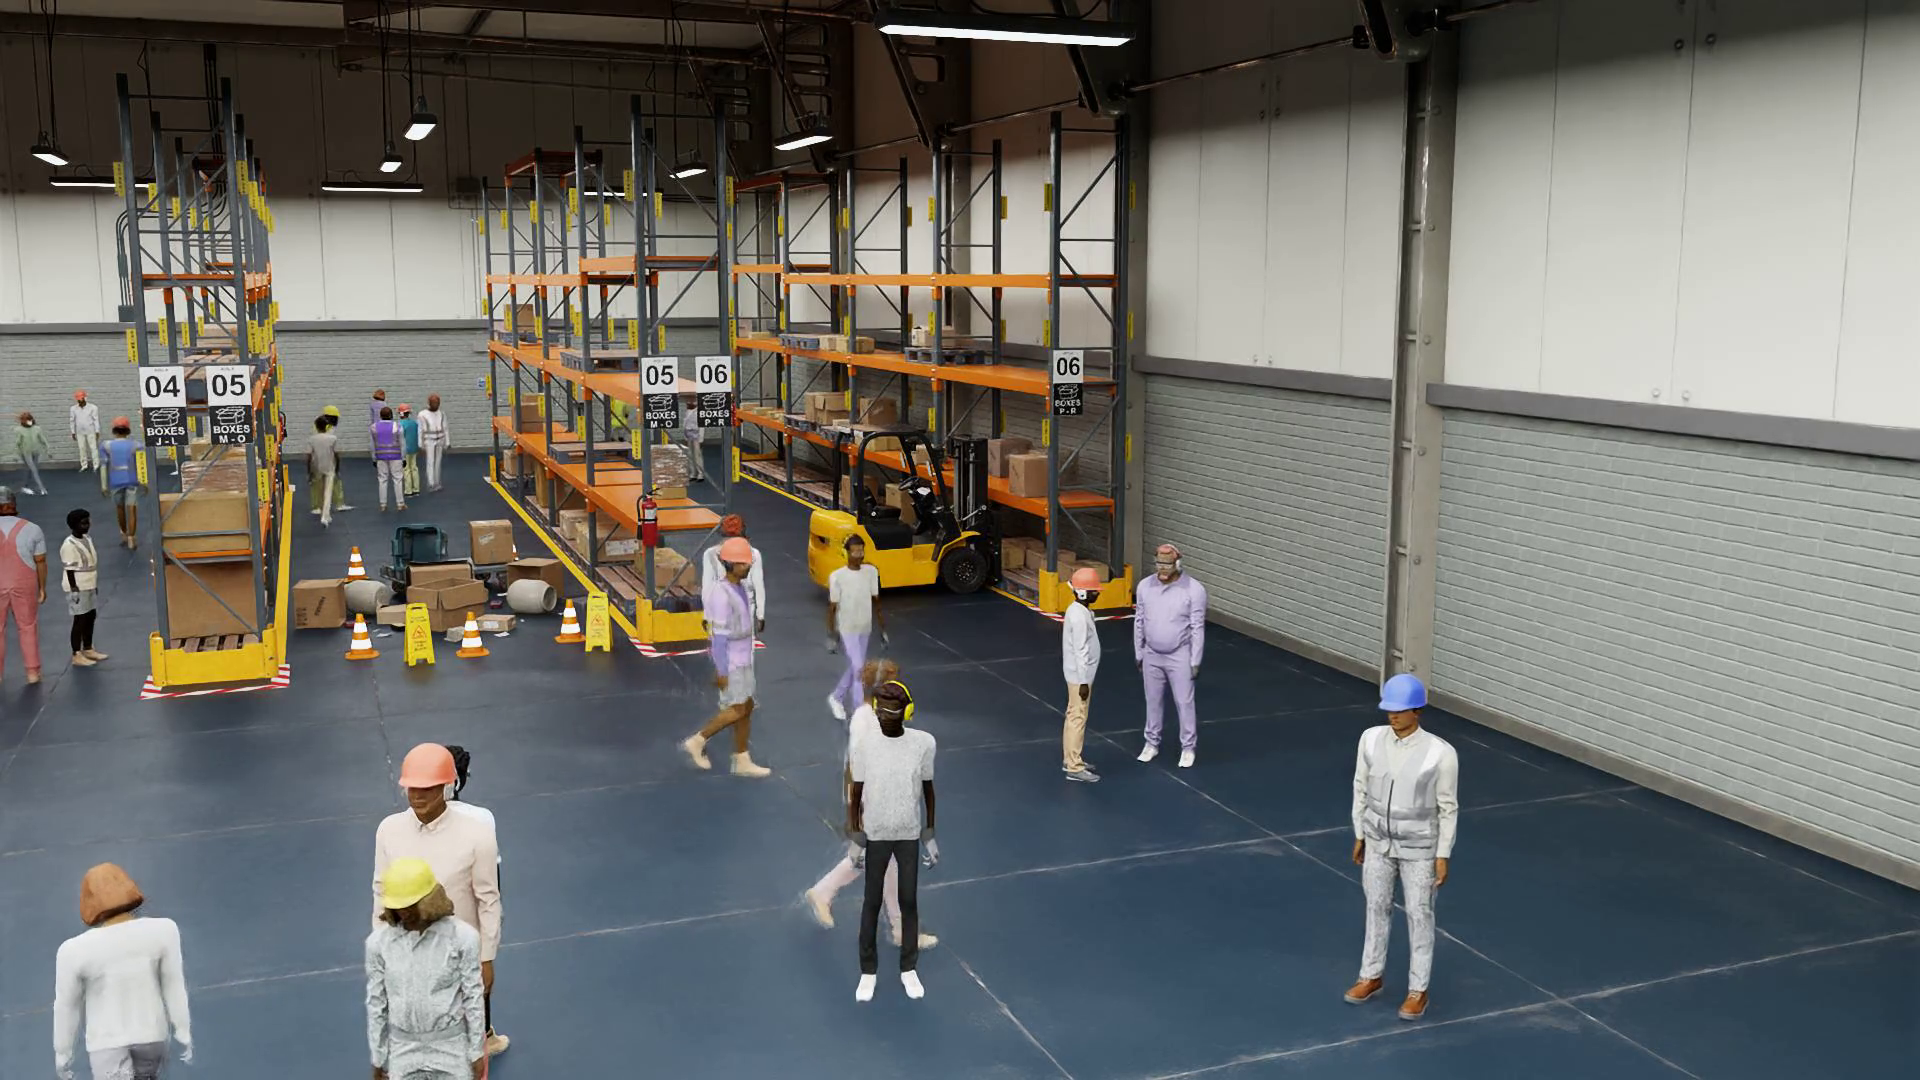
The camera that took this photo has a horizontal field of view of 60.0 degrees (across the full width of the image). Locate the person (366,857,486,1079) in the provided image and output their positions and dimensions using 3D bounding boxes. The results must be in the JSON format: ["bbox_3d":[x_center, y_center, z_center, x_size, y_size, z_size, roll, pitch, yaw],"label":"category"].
[{"bbox_3d":[-2.253,2.161,7.025,0.500,1.726,0.324,0,9,0],"label":"person"}]

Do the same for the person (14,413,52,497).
[{"bbox_3d":[-17.410,-1.605,31.203,0.873,1.572,0.596,5,11,31],"label":"person"}]

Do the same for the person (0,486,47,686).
[{"bbox_3d":[-9.615,0.449,16.819,0.686,2.000,0.535,-6,11,-34],"label":"person"}]

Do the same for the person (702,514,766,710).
[{"bbox_3d":[-2.155,0.694,15.806,0.624,1.884,0.346,0,9,2],"label":"person"}]

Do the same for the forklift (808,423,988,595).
[{"bbox_3d":[-0.830,-0.399,21.676,2.313,2.155,1.214,-4,10,-21],"label":"forklift"}]

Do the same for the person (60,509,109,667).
[{"bbox_3d":[-9.304,0.503,17.603,0.319,1.686,0.539,-1,9,-5],"label":"person"}]

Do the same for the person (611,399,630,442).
[{"bbox_3d":[-7.583,-2.549,36.847,0.561,1.665,0.460,-3,9,-16],"label":"person"}]

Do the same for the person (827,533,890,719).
[{"bbox_3d":[-0.980,0.820,15.163,0.523,1.836,0.919,-7,11,-37],"label":"person"}]

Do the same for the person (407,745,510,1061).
[{"bbox_3d":[-2.639,1.908,8.719,0.536,1.696,0.318,1,9,8],"label":"person"}]

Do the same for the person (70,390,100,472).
[{"bbox_3d":[-18.414,-2.287,34.989,0.575,1.739,0.348,-1,9,-8],"label":"person"}]

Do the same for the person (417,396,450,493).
[{"bbox_3d":[-10.031,-1.835,31.860,0.768,1.829,0.620,8,12,40],"label":"person"}]

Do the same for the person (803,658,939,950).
[{"bbox_3d":[-0.574,1.607,10.271,0.876,1.816,0.517,3,10,19],"label":"person"}]

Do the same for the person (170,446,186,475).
[{"bbox_3d":[-16.323,-2.173,34.623,0.318,1.631,0.514,-1,9,-6],"label":"person"}]

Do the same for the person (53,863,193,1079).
[{"bbox_3d":[-3.651,2.198,7.278,0.515,1.576,0.930,-8,12,-41],"label":"person"}]

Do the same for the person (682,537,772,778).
[{"bbox_3d":[-1.900,0.969,13.622,0.617,2.026,0.608,2,9,11],"label":"person"}]

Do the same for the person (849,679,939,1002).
[{"bbox_3d":[-0.375,1.702,9.487,0.514,1.866,0.332,-1,9,-6],"label":"person"}]

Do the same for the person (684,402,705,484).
[{"bbox_3d":[-5.289,-2.031,33.114,0.403,1.826,0.603,-7,11,-38],"label":"person"}]

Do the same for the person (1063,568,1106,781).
[{"bbox_3d":[1.017,1.092,13.676,0.341,1.749,0.572,0,9,-1],"label":"person"}]

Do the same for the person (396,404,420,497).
[{"bbox_3d":[-10.355,-1.675,31.090,0.342,1.749,0.572,3,10,18],"label":"person"}]

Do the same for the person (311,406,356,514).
[{"bbox_3d":[-10.952,-1.386,28.891,0.773,1.876,0.614,-1,9,-6],"label":"person"}]

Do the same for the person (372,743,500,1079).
[{"bbox_3d":[-2.440,1.914,7.739,0.608,1.997,0.375,1,9,7],"label":"person"}]

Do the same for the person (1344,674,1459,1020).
[{"bbox_3d":[2.464,1.692,9.284,0.605,1.948,0.404,8,12,41],"label":"person"}]

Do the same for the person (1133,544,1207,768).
[{"bbox_3d":[1.744,0.971,14.008,0.644,1.898,0.398,5,10,30],"label":"person"}]

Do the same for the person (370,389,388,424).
[{"bbox_3d":[-12.780,-2.507,36.706,0.498,1.633,0.286,4,10,24],"label":"person"}]

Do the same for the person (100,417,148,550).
[{"bbox_3d":[-12.700,-0.876,25.317,0.636,1.981,1.071,-3,10,-21],"label":"person"}]

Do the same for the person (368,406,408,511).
[{"bbox_3d":[-10.034,-1.425,29.241,0.626,1.846,0.429,-1,9,-4],"label":"person"}]

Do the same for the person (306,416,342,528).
[{"bbox_3d":[-10.508,-1.127,27.453,0.496,1.827,0.976,-1,9,-7],"label":"person"}]
